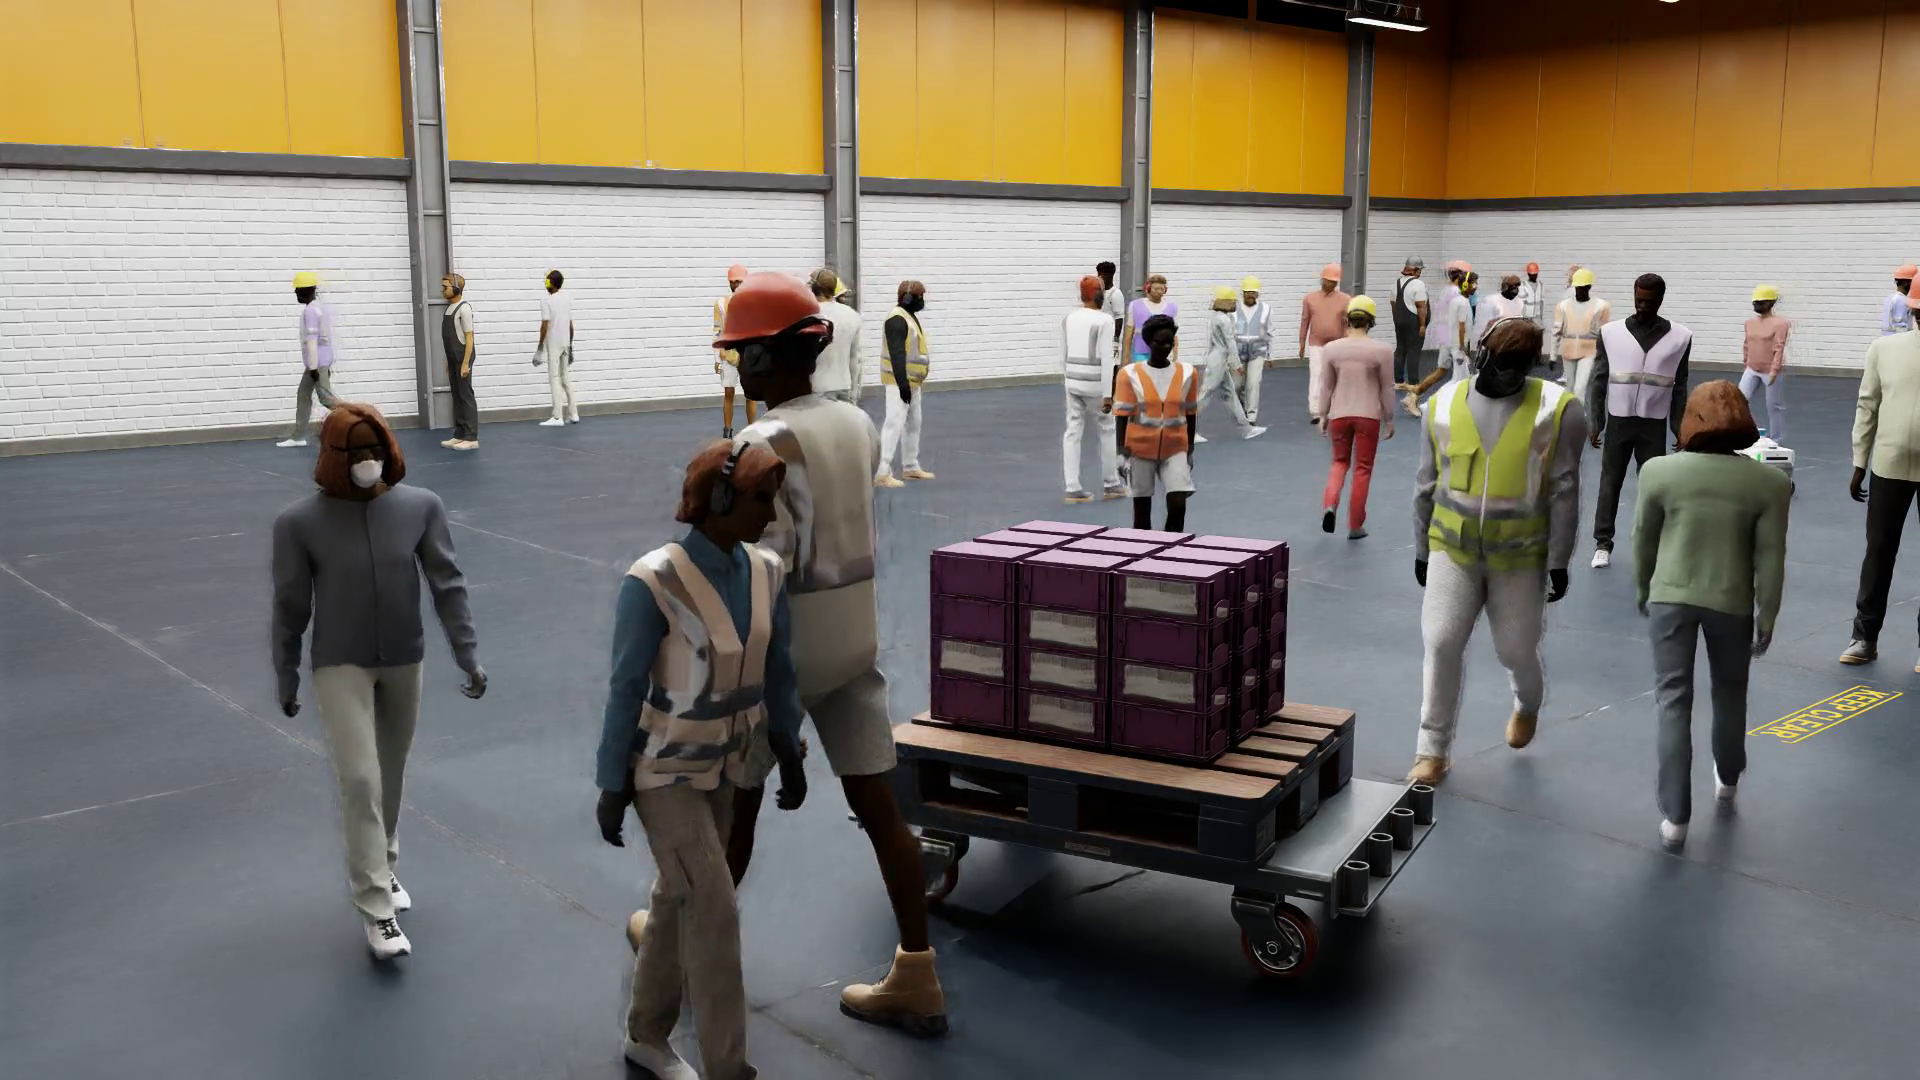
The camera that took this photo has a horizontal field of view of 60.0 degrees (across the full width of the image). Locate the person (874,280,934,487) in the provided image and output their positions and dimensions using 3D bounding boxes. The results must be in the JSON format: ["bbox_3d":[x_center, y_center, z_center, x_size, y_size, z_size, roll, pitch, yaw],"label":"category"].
[{"bbox_3d":[-0.483,-1.394,14.785,0.431,1.831,0.674,2,10,11],"label":"person"}]

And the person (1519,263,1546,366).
[{"bbox_3d":[10.457,-4.103,30.379,0.557,1.894,0.753,-2,10,-10],"label":"person"}]

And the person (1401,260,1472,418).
[{"bbox_3d":[6.033,-2.476,20.631,1.003,1.978,0.639,3,10,19],"label":"person"}]

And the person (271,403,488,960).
[{"bbox_3d":[-1.695,0.401,4.892,0.516,1.596,0.801,-8,13,-39],"label":"person"}]

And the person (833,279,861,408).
[{"bbox_3d":[-1.230,-1.661,16.352,0.588,1.811,0.612,4,11,23],"label":"person"}]

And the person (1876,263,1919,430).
[{"bbox_3d":[10.782,-2.196,19.099,0.372,1.935,0.551,3,10,16],"label":"person"}]

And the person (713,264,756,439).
[{"bbox_3d":[-2.346,-1.947,17.630,0.545,1.942,0.349,0,10,-1],"label":"person"}]

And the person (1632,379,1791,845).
[{"bbox_3d":[2.645,0.228,5.924,0.493,1.592,0.821,4,11,23],"label":"person"}]

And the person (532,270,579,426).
[{"bbox_3d":[-4.810,-2.279,19.870,0.386,1.855,0.607,5,11,29],"label":"person"}]

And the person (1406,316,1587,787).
[{"bbox_3d":[2.063,0.034,6.430,0.647,1.807,0.704,5,11,29],"label":"person"}]

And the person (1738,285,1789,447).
[{"bbox_3d":[7.975,-1.676,16.673,0.845,1.734,0.528,-5,11,-28],"label":"person"}]

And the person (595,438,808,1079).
[{"bbox_3d":[-0.568,0.564,3.911,0.702,1.597,0.546,5,11,28],"label":"person"}]

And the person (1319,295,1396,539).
[{"bbox_3d":[2.835,-0.870,11.887,0.522,1.748,0.398,6,12,32],"label":"person"}]

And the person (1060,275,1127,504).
[{"bbox_3d":[1.137,-1.242,13.736,0.612,1.856,0.802,9,13,44],"label":"person"}]

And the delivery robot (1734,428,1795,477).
[{"bbox_3d":[6.771,-0.705,14.137,0.477,0.478,0.707,0,10,-1],"label":"delivery robot"}]

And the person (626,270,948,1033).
[{"bbox_3d":[-0.444,0.291,4.419,1.029,1.983,0.600,7,12,34],"label":"person"}]

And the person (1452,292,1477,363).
[{"bbox_3d":[9.466,-4.172,31.364,0.535,1.699,0.318,4,11,23],"label":"person"}]

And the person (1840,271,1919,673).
[{"bbox_3d":[4.663,-0.340,8.097,0.608,1.984,0.397,8,12,38],"label":"person"}]

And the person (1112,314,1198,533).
[{"bbox_3d":[1.182,-0.509,9.967,0.545,1.669,0.624,-1,10,-5],"label":"person"}]

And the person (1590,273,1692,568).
[{"bbox_3d":[4.391,-0.762,10.779,0.587,1.914,0.390,3,10,14],"label":"person"}]

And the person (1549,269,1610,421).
[{"bbox_3d":[7.004,-2.117,18.788,0.599,1.891,0.921,7,12,36],"label":"person"}]

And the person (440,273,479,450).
[{"bbox_3d":[-5.261,-1.866,17.435,0.345,1.847,0.504,-8,12,-37],"label":"person"}]

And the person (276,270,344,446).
[{"bbox_3d":[-6.777,-1.916,17.627,0.956,1.890,0.598,-3,10,-15],"label":"person"}]

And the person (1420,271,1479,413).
[{"bbox_3d":[5.993,-2.307,20.106,0.726,1.873,0.535,1,10,3],"label":"person"}]

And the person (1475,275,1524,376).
[{"bbox_3d":[6.903,-2.500,21.353,0.638,1.801,0.945,-4,10,-21],"label":"person"}]

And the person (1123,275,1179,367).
[{"bbox_3d":[2.148,-2.019,18.441,0.586,1.801,0.878,-1,10,-9],"label":"person"}]

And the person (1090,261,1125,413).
[{"bbox_3d":[1.883,-2.555,21.119,0.364,1.962,0.613,-2,10,-14],"label":"person"}]

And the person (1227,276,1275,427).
[{"bbox_3d":[3.398,-2.208,19.577,0.619,1.803,0.774,2,10,13],"label":"person"}]

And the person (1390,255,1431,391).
[{"bbox_3d":[6.845,-3.277,25.125,0.539,2.000,0.689,-4,11,-24],"label":"person"}]

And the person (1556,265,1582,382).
[{"bbox_3d":[9.747,-3.428,26.520,0.411,1.874,0.733,2,10,10],"label":"person"}]

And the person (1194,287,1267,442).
[{"bbox_3d":[2.878,-1.907,18.122,0.935,1.683,0.498,0,10,1],"label":"person"}]

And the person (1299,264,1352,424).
[{"bbox_3d":[4.445,-2.384,20.263,0.621,1.936,1.039,2,10,12],"label":"person"}]

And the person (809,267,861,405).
[{"bbox_3d":[-1.039,-1.127,12.837,0.372,1.940,0.630,9,13,41],"label":"person"}]
